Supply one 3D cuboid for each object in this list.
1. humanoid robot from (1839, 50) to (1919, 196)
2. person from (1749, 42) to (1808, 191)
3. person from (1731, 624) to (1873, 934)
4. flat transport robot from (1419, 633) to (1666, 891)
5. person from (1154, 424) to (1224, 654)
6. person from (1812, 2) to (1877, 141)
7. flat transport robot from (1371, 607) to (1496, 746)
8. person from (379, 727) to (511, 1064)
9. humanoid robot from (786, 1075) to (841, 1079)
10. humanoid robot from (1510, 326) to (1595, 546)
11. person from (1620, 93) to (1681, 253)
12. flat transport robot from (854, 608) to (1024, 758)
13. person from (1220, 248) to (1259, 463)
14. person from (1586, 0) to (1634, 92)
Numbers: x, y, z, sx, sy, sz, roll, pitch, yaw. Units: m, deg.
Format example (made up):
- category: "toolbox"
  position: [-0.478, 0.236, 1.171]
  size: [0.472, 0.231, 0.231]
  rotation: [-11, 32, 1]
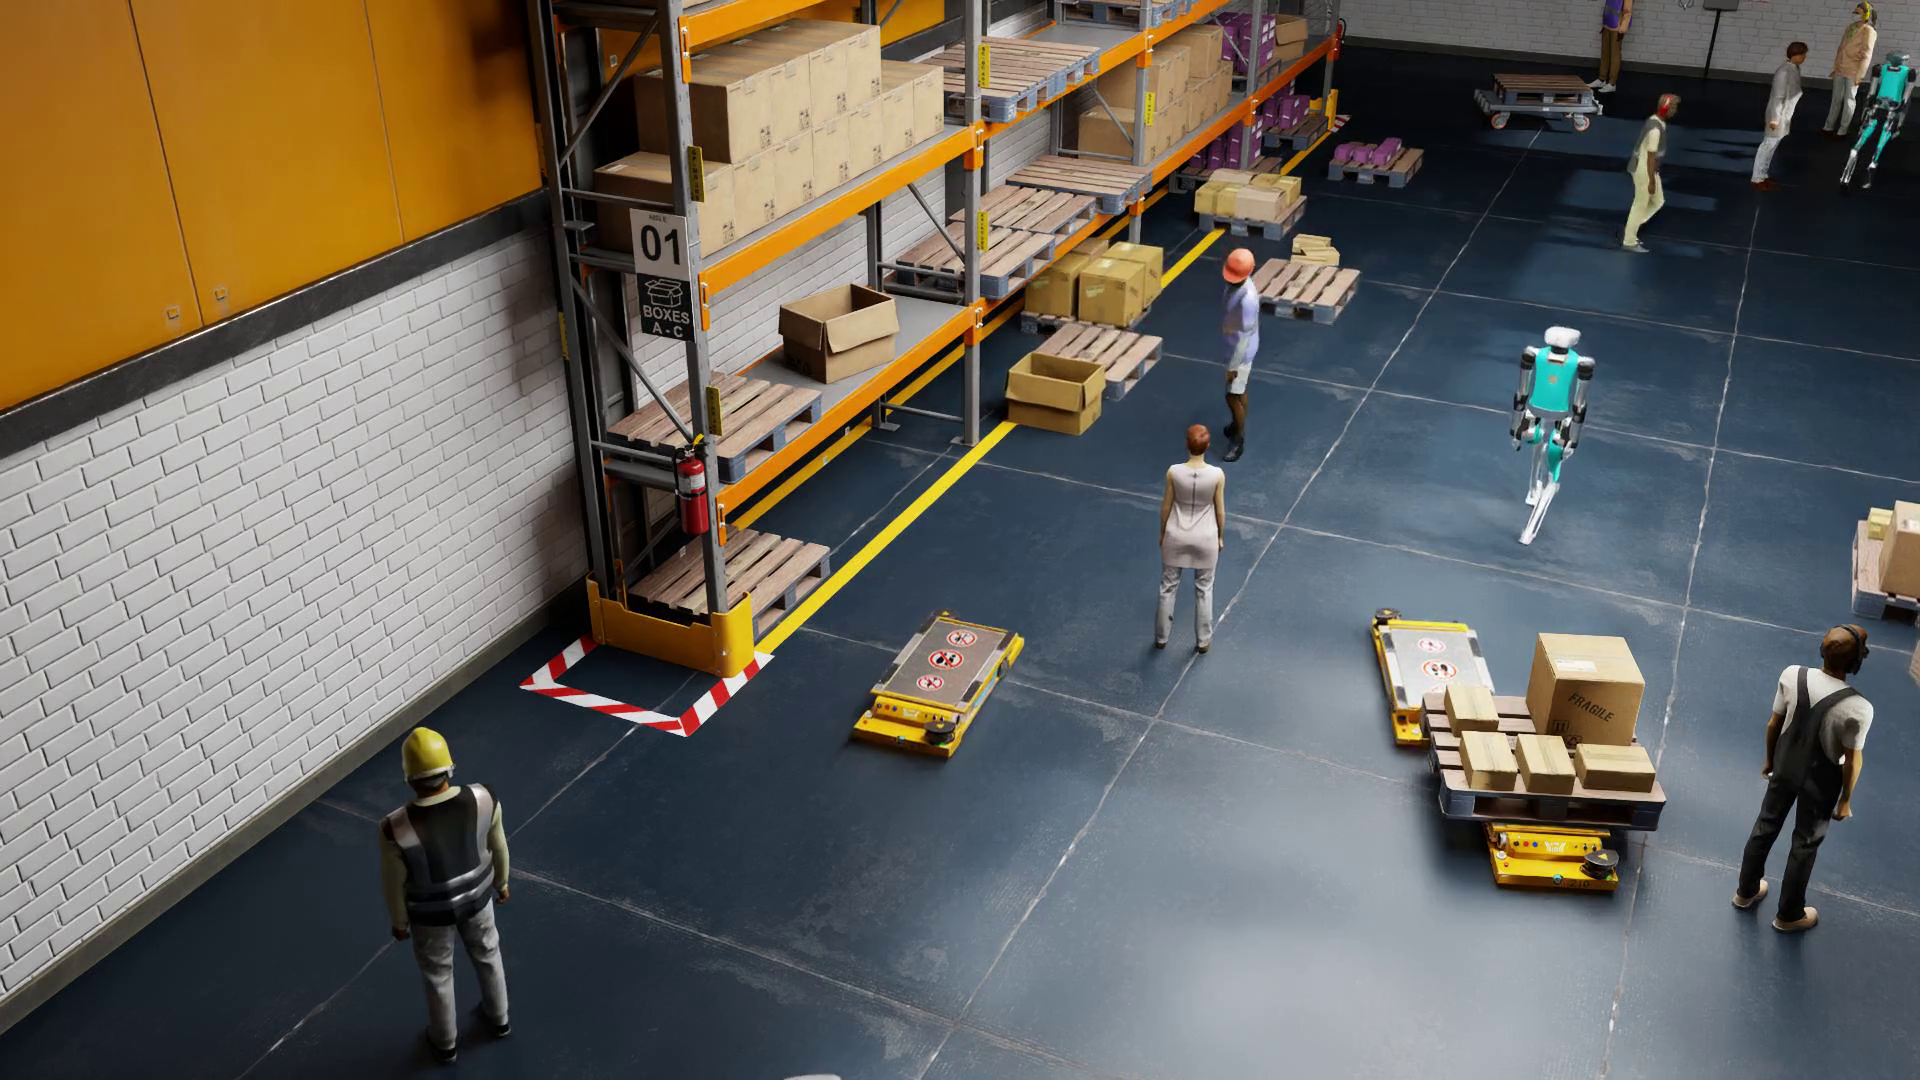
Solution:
- category: "humanoid robot"
  position: [11.391, -5.165, 20.782]
  size: [0.947, 1.764, 0.548]
  rotation: [-24, 36, -37]
- category: "person"
  position: [10.378, -5.365, 21.035]
  size: [0.360, 1.828, 0.514]
  rotation: [22, 36, 35]
- category: "person"
  position: [4.458, 1.248, 8.754]
  size: [0.346, 1.846, 0.506]
  rotation: [-17, 33, -29]
- category: "flat transport robot"
  position: [3.405, 1.537, 9.878]
  size: [0.659, 0.231, 1.431]
  rotation: [3, 28, 5]
- category: "person"
  position: [1.563, -0.002, 11.278]
  size: [0.435, 1.652, 0.296]
  rotation: [5, 29, 9]
- category: "person"
  position: [12.368, -6.511, 23.111]
  size: [0.402, 1.877, 0.552]
  rotation: [-7, 29, -12]
- category: "flat transport robot"
  position: [3.151, 0.908, 11.044]
  size: [0.659, 0.231, 1.431]
  rotation: [3, 28, 5]
- category: "person"
  position: [-2.436, 1.696, 7.954]
  size: [0.598, 1.818, 0.403]
  rotation: [-21, 35, -34]
- category: "humanoid robot"
  position: [-0.556, 2.600, 6.399]
  size: [0.542, 1.814, 0.723]
  rotation: [-7, 29, -12]
- category: "humanoid robot"
  position: [4.597, -0.908, 12.930]
  size: [0.531, 1.777, 1.048]
  rotation: [14, 32, 25]
- category: "person"
  position: [7.747, -4.121, 18.734]
  size: [0.451, 1.820, 0.590]
  rotation: [15, 32, 26]
- category: "flat transport robot"
  position: [-0.114, 0.923, 11.016]
  size: [0.659, 0.231, 1.431]
  rotation: [10, 30, 19]
- category: "person"
  position: [2.307, -1.615, 14.032]
  size: [0.387, 1.891, 0.731]
  rotation: [-1, 28, -2]
- category: "person"
  position: [10.102, -7.912, 25.648]
  size: [0.409, 1.929, 0.546]
  rotation: [-5, 29, -10]
